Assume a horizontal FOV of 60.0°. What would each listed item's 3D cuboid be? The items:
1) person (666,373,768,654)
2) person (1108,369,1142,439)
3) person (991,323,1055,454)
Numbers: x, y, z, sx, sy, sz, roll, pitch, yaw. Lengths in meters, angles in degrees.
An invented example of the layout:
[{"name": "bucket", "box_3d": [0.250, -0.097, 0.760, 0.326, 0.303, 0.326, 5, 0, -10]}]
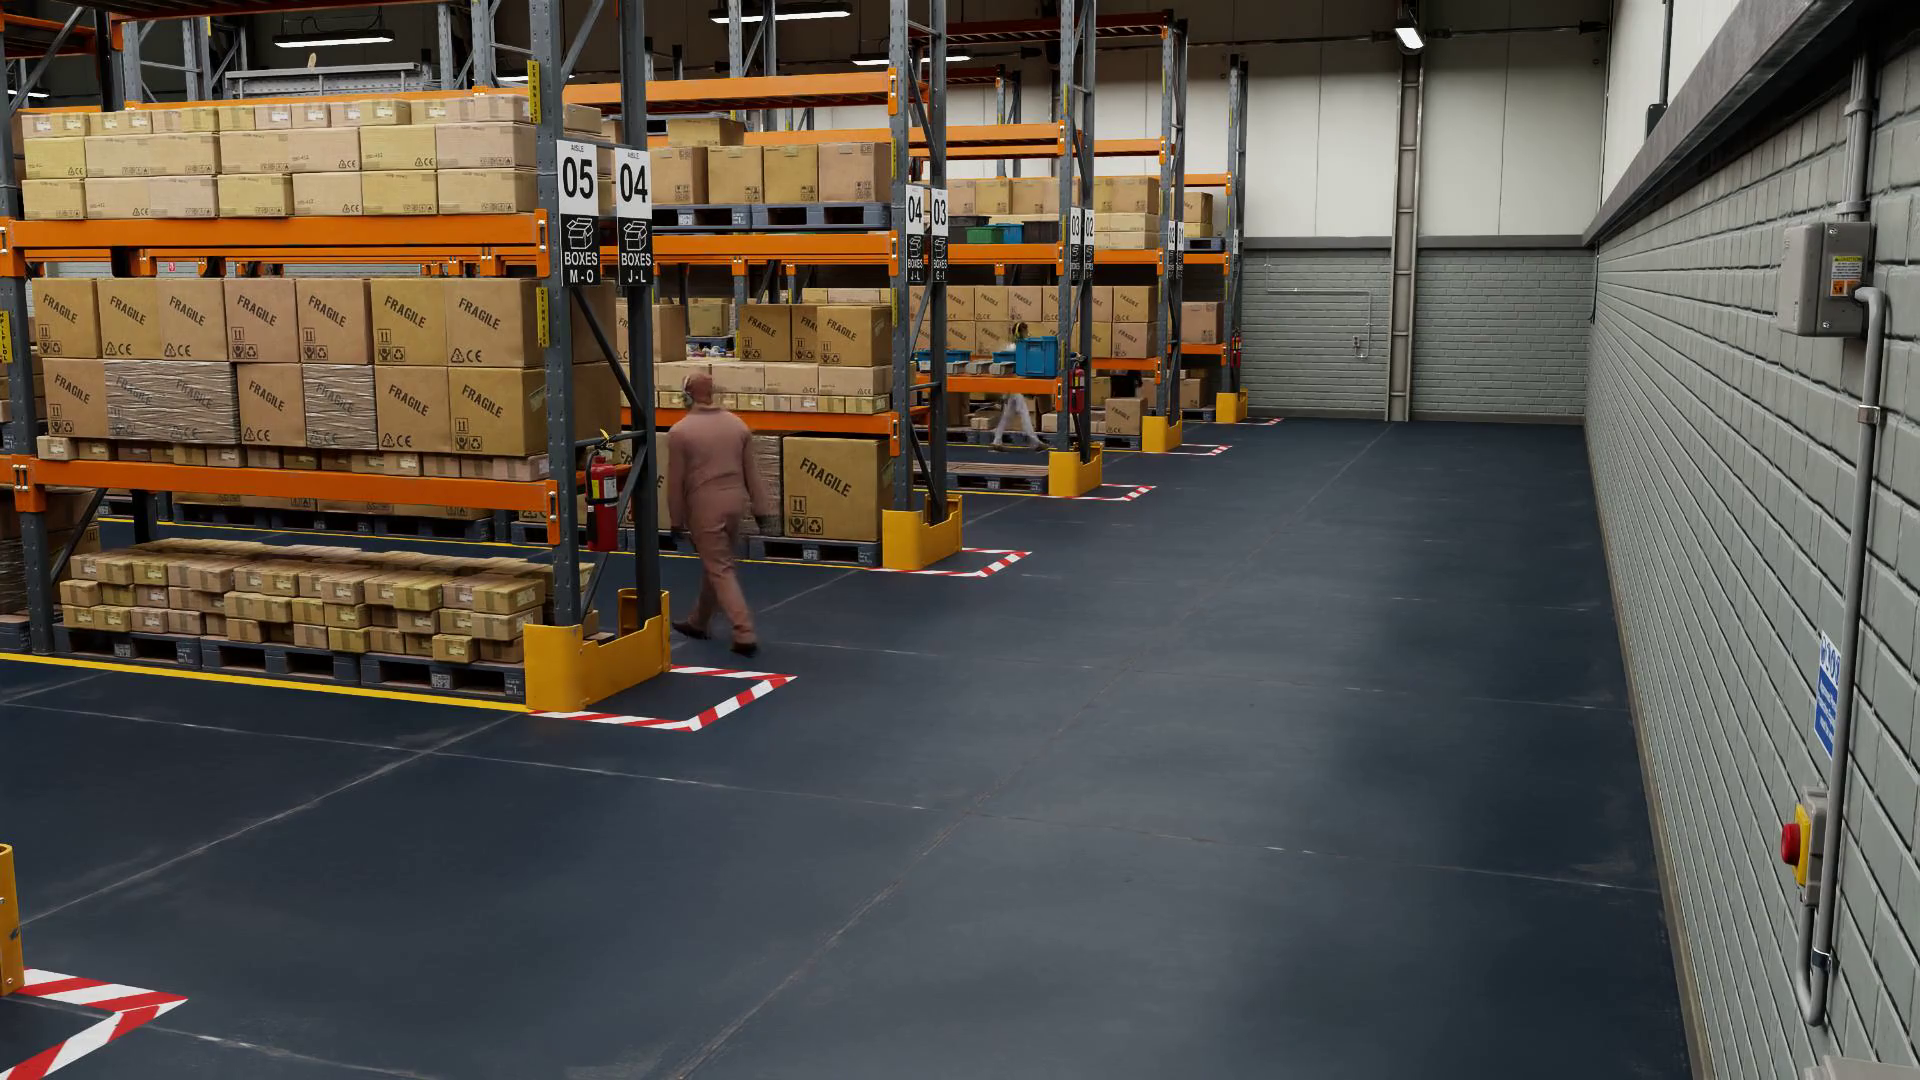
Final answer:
[{"name": "person", "box_3d": [-1.633, -0.181, 11.085, 0.963, 1.850, 0.716, 8, 12, 42]}, {"name": "person", "box_3d": [2.442, -2.454, 25.164, 0.366, 1.880, 0.698, -8, 12, -41]}, {"name": "person", "box_3d": [0.861, -2.098, 23.100, 0.961, 1.816, 0.551, 3, 10, 18]}]
